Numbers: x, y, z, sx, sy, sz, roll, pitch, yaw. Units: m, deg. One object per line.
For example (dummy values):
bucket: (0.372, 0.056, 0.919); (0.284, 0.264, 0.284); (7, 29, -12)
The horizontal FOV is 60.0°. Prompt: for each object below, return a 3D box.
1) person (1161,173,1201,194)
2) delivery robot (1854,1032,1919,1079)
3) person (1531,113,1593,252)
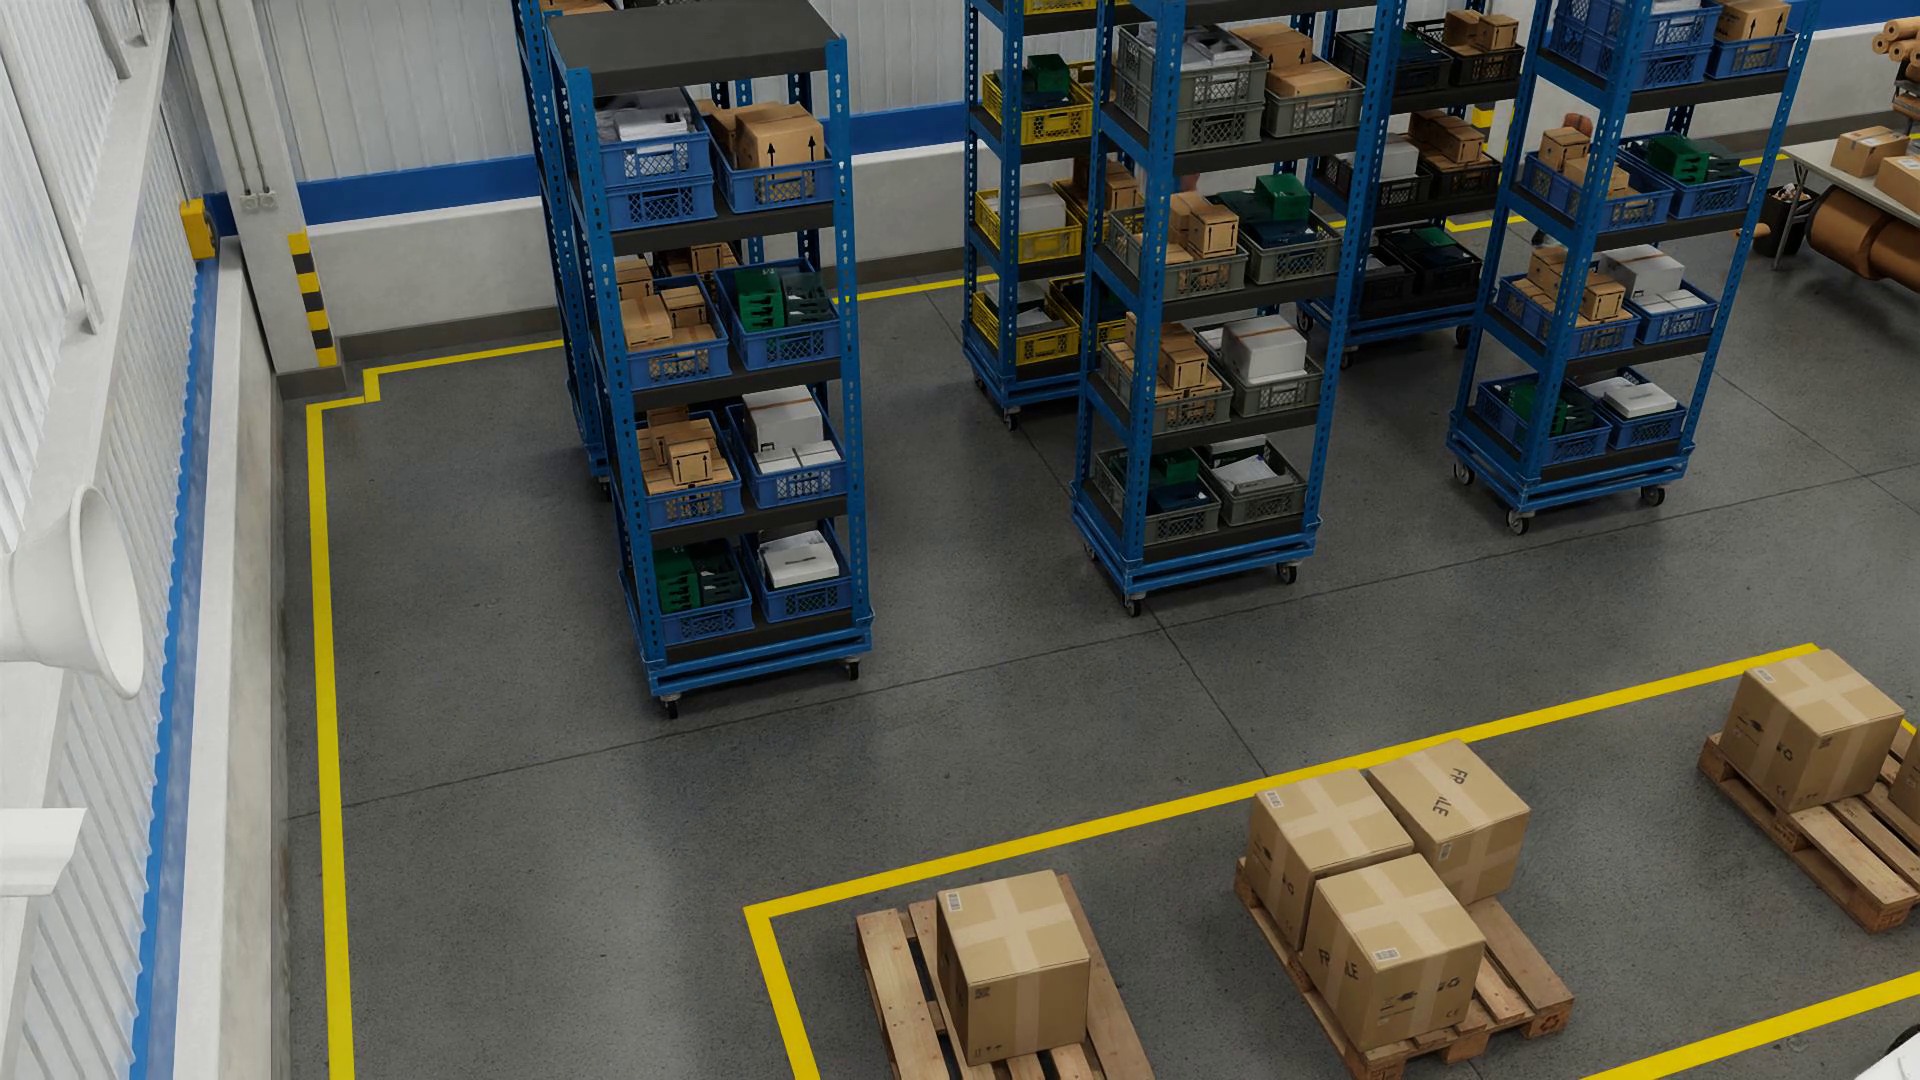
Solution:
person: (1.652, -2.657, 12.329); (0.429, 1.978, 0.668); (-4, 35, -5)
delivery robot: (3.876, 2.177, 6.622); (0.707, 0.478, 0.477); (-20, 40, -26)
person: (4.347, -2.315, 12.128); (0.305, 1.645, 0.522); (27, 43, 32)
